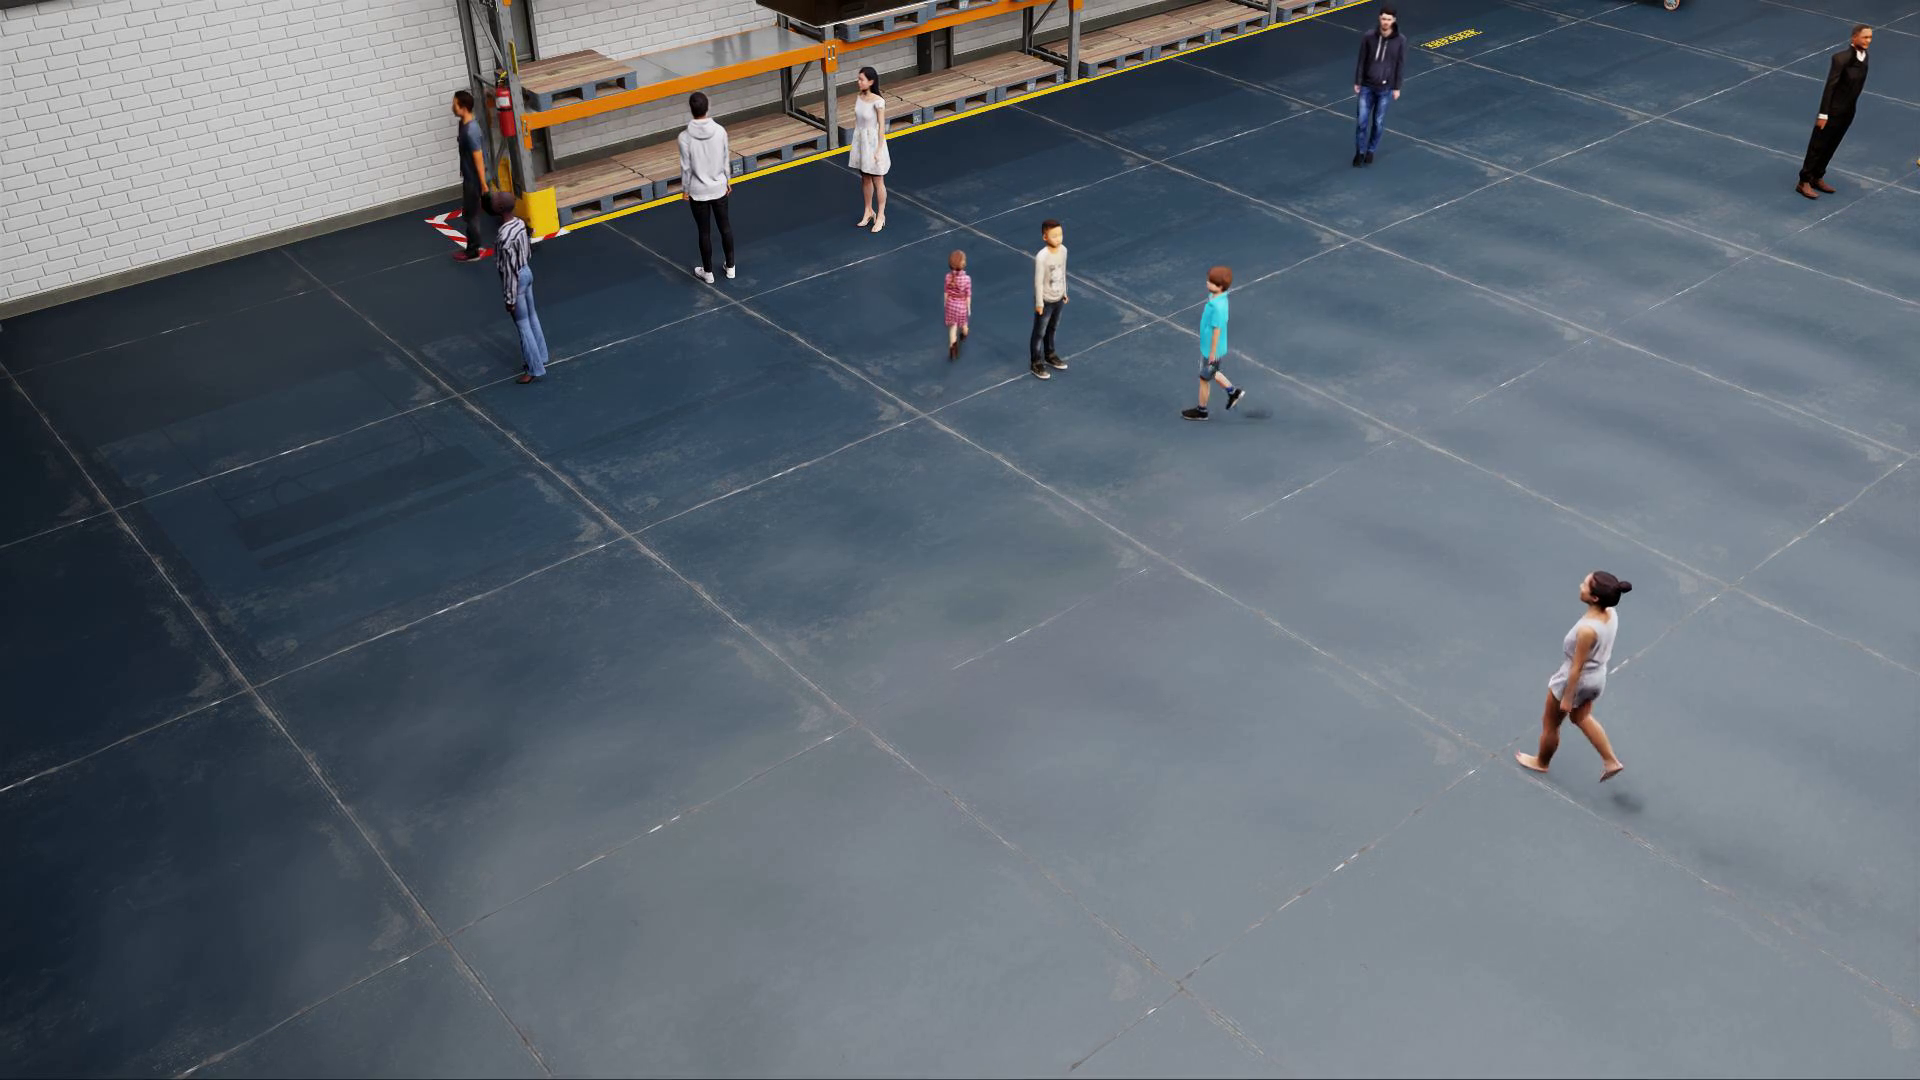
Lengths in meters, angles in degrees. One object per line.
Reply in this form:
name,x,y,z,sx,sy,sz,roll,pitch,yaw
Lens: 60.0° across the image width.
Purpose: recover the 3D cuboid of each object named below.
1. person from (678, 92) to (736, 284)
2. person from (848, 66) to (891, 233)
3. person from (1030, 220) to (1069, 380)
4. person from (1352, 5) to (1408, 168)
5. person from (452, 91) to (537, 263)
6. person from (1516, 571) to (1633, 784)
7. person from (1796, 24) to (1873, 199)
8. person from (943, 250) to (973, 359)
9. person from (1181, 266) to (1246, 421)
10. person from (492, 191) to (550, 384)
person,-2.512,-3.517,16.602,0.609,1.929,0.788,-15,37,-22
person,-0.960,-4.163,17.713,0.628,1.775,0.645,-27,42,-34
person,0.806,-2.201,15.042,0.630,1.464,0.465,27,42,34
person,4.873,-5.307,19.345,0.871,1.875,0.919,10,35,15
person,-4.855,-3.723,17.047,1.227,1.780,0.963,-9,35,-13
person,3.911,0.888,10.280,0.706,1.591,0.839,26,41,33
person,9.786,-4.808,18.567,0.631,1.904,0.802,-17,37,-23
person,-0.035,-2.166,15.406,0.689,1.003,0.797,7,34,10
person,2.239,-1.687,14.289,0.838,1.441,0.797,5,34,8
person,-3.937,-2.257,14.827,0.757,1.795,0.706,2,34,2
